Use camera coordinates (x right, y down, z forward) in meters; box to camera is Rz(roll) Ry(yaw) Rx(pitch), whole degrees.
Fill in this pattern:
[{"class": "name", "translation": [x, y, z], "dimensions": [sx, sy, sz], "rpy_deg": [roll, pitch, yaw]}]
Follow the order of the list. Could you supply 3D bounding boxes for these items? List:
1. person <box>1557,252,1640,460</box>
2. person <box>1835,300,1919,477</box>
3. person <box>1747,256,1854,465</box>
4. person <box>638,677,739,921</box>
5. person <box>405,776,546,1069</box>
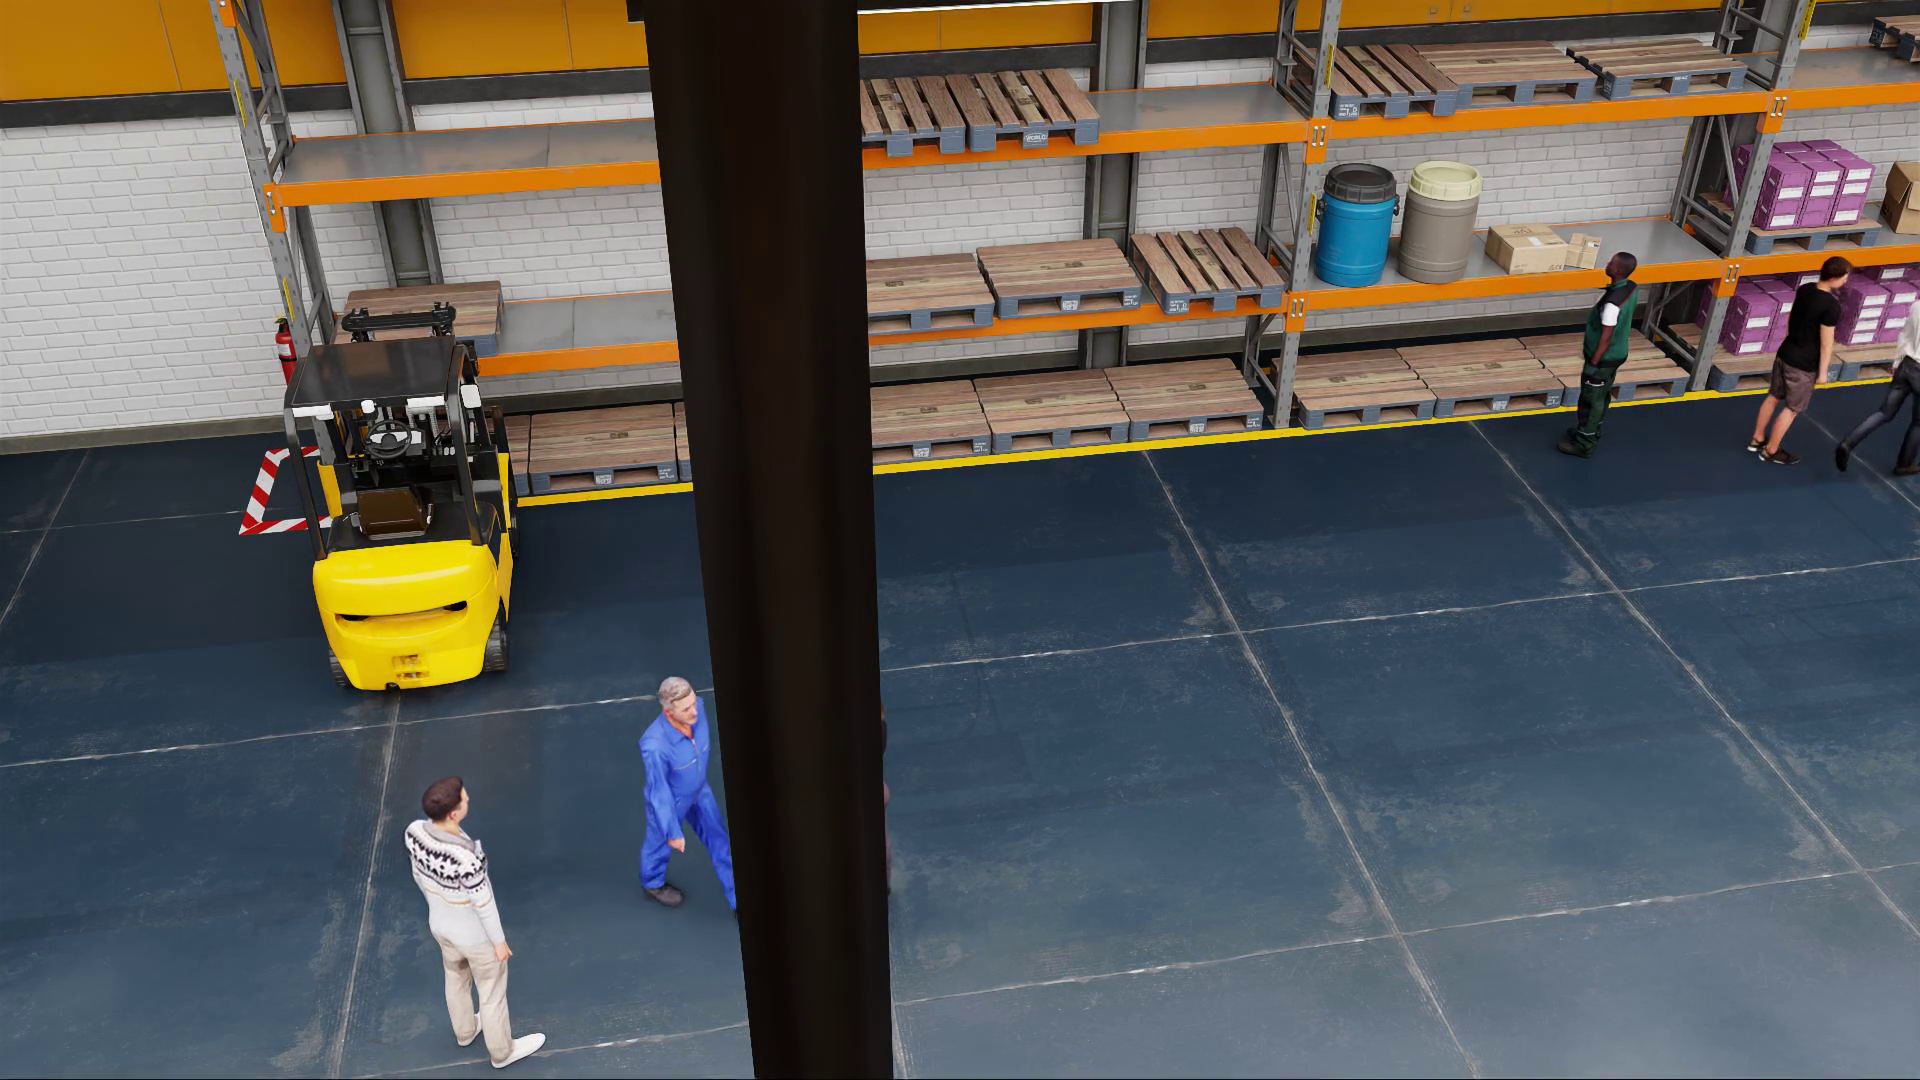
[{"class": "person", "translation": [5.379, -1.549, 13.888], "dimensions": [0.840, 1.839, 0.776], "rpy_deg": [22, 39, 29]}, {"class": "person", "translation": [7.699, -1.308, 13.518], "dimensions": [1.135, 1.848, 0.792], "rpy_deg": [-11, 35, -17]}, {"class": "person", "translation": [6.951, -1.498, 13.804], "dimensions": [0.562, 1.848, 0.737], "rpy_deg": [-6, 34, -9]}, {"class": "person", "translation": [-1.672, 1.437, 9.448], "dimensions": [1.261, 1.782, 1.170], "rpy_deg": [17, 37, 24]}, {"class": "person", "translation": [-2.558, 1.969, 8.578], "dimensions": [0.746, 1.860, 0.807], "rpy_deg": [21, 39, 28]}]
